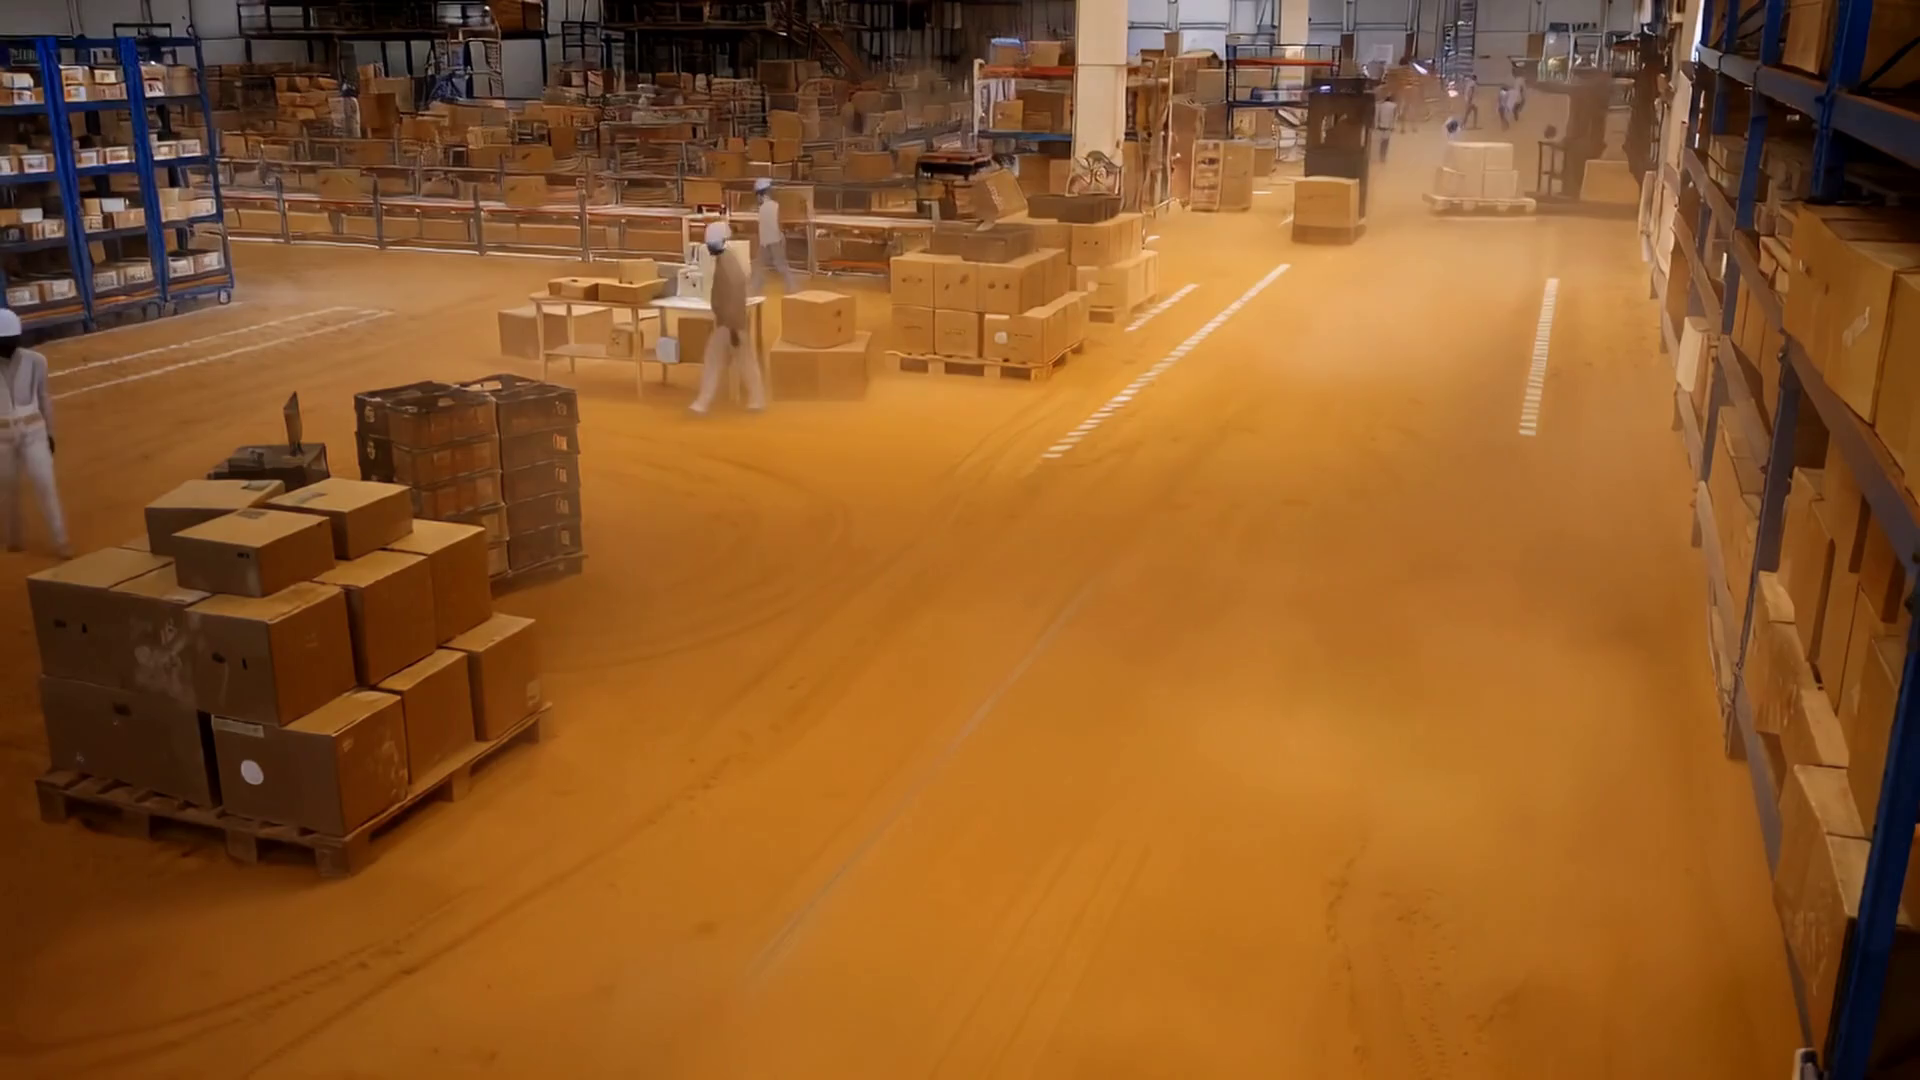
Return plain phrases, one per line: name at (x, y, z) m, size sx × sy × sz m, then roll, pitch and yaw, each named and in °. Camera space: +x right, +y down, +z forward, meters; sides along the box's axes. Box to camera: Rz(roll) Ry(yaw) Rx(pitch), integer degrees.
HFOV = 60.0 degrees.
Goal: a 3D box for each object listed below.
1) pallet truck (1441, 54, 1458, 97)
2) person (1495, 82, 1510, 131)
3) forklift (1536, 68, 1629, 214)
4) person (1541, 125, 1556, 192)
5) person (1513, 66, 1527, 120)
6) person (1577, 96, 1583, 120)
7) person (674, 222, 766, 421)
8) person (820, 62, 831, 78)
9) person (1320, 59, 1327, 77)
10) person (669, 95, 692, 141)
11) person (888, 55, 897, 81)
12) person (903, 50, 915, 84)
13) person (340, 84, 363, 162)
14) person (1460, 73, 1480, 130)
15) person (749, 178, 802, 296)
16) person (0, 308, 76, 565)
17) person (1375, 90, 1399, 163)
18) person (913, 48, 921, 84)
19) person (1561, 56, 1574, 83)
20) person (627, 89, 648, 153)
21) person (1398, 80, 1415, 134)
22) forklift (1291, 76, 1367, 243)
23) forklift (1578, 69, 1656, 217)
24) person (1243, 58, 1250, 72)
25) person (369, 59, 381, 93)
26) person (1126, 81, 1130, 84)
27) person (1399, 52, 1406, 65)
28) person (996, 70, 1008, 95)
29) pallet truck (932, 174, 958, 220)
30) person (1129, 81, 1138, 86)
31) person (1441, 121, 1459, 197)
pallet truck at (22.765, -21.886, 78.355) m, size 0.823 × 1.965 × 1.885 m, roll -4°, pitch 18°, yaw -14°
person at (18.300, -14.589, 56.029) m, size 0.561 × 1.613 × 0.534 m, roll -7°, pitch 19°, yaw -21°
forklift at (12.600, -7.947, 33.126) m, size 1.873 × 2.768 × 1.129 m, roll 2°, pitch 18°, yaw 6°
person at (12.333, -7.893, 34.979) m, size 0.269 × 1.632 × 0.509 m, roll 0°, pitch 18°, yaw 0°
person at (20.839, -16.593, 61.802) m, size 0.447 × 1.944 × 0.629 m, roll 4°, pitch 18°, yaw 12°
person at (19.770, -13.459, 52.487) m, size 0.539 × 1.622 × 0.372 m, roll 16°, pitch 24°, yaw 41°
person at (-2.388, -2.142, 16.385) m, size 0.958 × 1.949 × 0.628 m, roll 1°, pitch 18°, yaw 2°
person at (-5.669, -19.242, 70.262) m, size 1.008 × 1.875 × 0.604 m, roll 15°, pitch 23°, yaw 39°
person at (17.110, -21.828, 78.359) m, size 0.355 × 1.885 × 0.575 m, roll 3°, pitch 18°, yaw 10°
person at (-7.355, -10.799, 43.838) m, size 0.607 × 1.806 × 0.489 m, roll 7°, pitch 19°, yaw 21°
person at (-3.551, -24.599, 87.363) m, size 0.504 × 1.703 × 0.898 m, roll 0°, pitch 18°, yaw 0°
person at (-2.750, -26.323, 92.564) m, size 0.951 × 1.845 × 0.581 m, roll 13°, pitch 22°, yaw 34°
person at (-16.236, -11.135, 44.501) m, size 0.613 × 2.041 × 0.393 m, roll 8°, pitch 20°, yaw 25°
person at (17.483, -14.965, 56.786) m, size 0.704 × 1.889 × 0.536 m, roll -2°, pitch 18°, yaw -6°
person at (-2.610, -4.146, 23.061) m, size 0.923 × 1.722 × 0.519 m, roll 8°, pitch 19°, yaw 24°
person at (-6.910, -0.755, 12.143) m, size 0.623 × 1.895 × 1.019 m, roll -14°, pitch 23°, yaw -38°
person at (11.457, -11.073, 44.567) m, size 0.570 × 1.879 × 1.011 m, roll 8°, pitch 19°, yaw 24°
person at (-2.403, -26.176, 91.937) m, size 0.550 × 1.933 × 0.374 m, roll 14°, pitch 22°, yaw 37°
person at (29.246, -22.385, 80.140) m, size 1.020 × 1.873 × 0.707 m, roll -8°, pitch 19°, yaw -24°
person at (-8.804, -11.269, 45.179) m, size 0.677 × 1.876 × 0.733 m, roll 8°, pitch 19°, yaw 23°
person at (14.816, -14.316, 54.992) m, size 0.549 × 1.749 × 0.520 m, roll -12°, pitch 21°, yaw -34°
forklift at (6.598, -6.755, 29.381) m, size 1.129 × 2.768 × 1.873 m, roll 6°, pitch 19°, yaw 19°
forklift at (13.219, -7.740, 32.475) m, size 1.873 × 2.768 × 1.129 m, roll 6°, pitch 19°, yaw 18°
person at (14.691, -24.014, 85.274) m, size 0.518 × 1.856 × 0.461 m, roll -7°, pitch 19°, yaw -21°
person at (-26.459, -20.846, 75.349) m, size 0.512 × 1.843 × 0.347 m, roll -3°, pitch 18°, yaw -10°
person at (9.314, -26.333, 92.432) m, size 0.543 × 1.928 × 0.650 m, roll 5°, pitch 18°, yaw 15°
person at (22.772, -24.296, 86.122) m, size 0.838 × 1.883 × 0.581 m, roll 5°, pitch 18°, yaw 15°
person at (1.682, -18.084, 66.642) m, size 0.503 × 1.861 × 0.330 m, roll 1°, pitch 18°, yaw 2°
pallet truck at (-0.507, -5.292, 27.348) m, size 0.653 × 1.274 × 1.630 m, roll 6°, pitch 19°, yaw 19°
person at (6.064, -15.586, 58.672) m, size 0.366 × 1.930 × 0.542 m, roll -5°, pitch 18°, yaw -16°
person at (10.659, -8.278, 36.191) m, size 0.284 × 1.633 × 0.497 m, roll 13°, pitch 22°, yaw 35°
